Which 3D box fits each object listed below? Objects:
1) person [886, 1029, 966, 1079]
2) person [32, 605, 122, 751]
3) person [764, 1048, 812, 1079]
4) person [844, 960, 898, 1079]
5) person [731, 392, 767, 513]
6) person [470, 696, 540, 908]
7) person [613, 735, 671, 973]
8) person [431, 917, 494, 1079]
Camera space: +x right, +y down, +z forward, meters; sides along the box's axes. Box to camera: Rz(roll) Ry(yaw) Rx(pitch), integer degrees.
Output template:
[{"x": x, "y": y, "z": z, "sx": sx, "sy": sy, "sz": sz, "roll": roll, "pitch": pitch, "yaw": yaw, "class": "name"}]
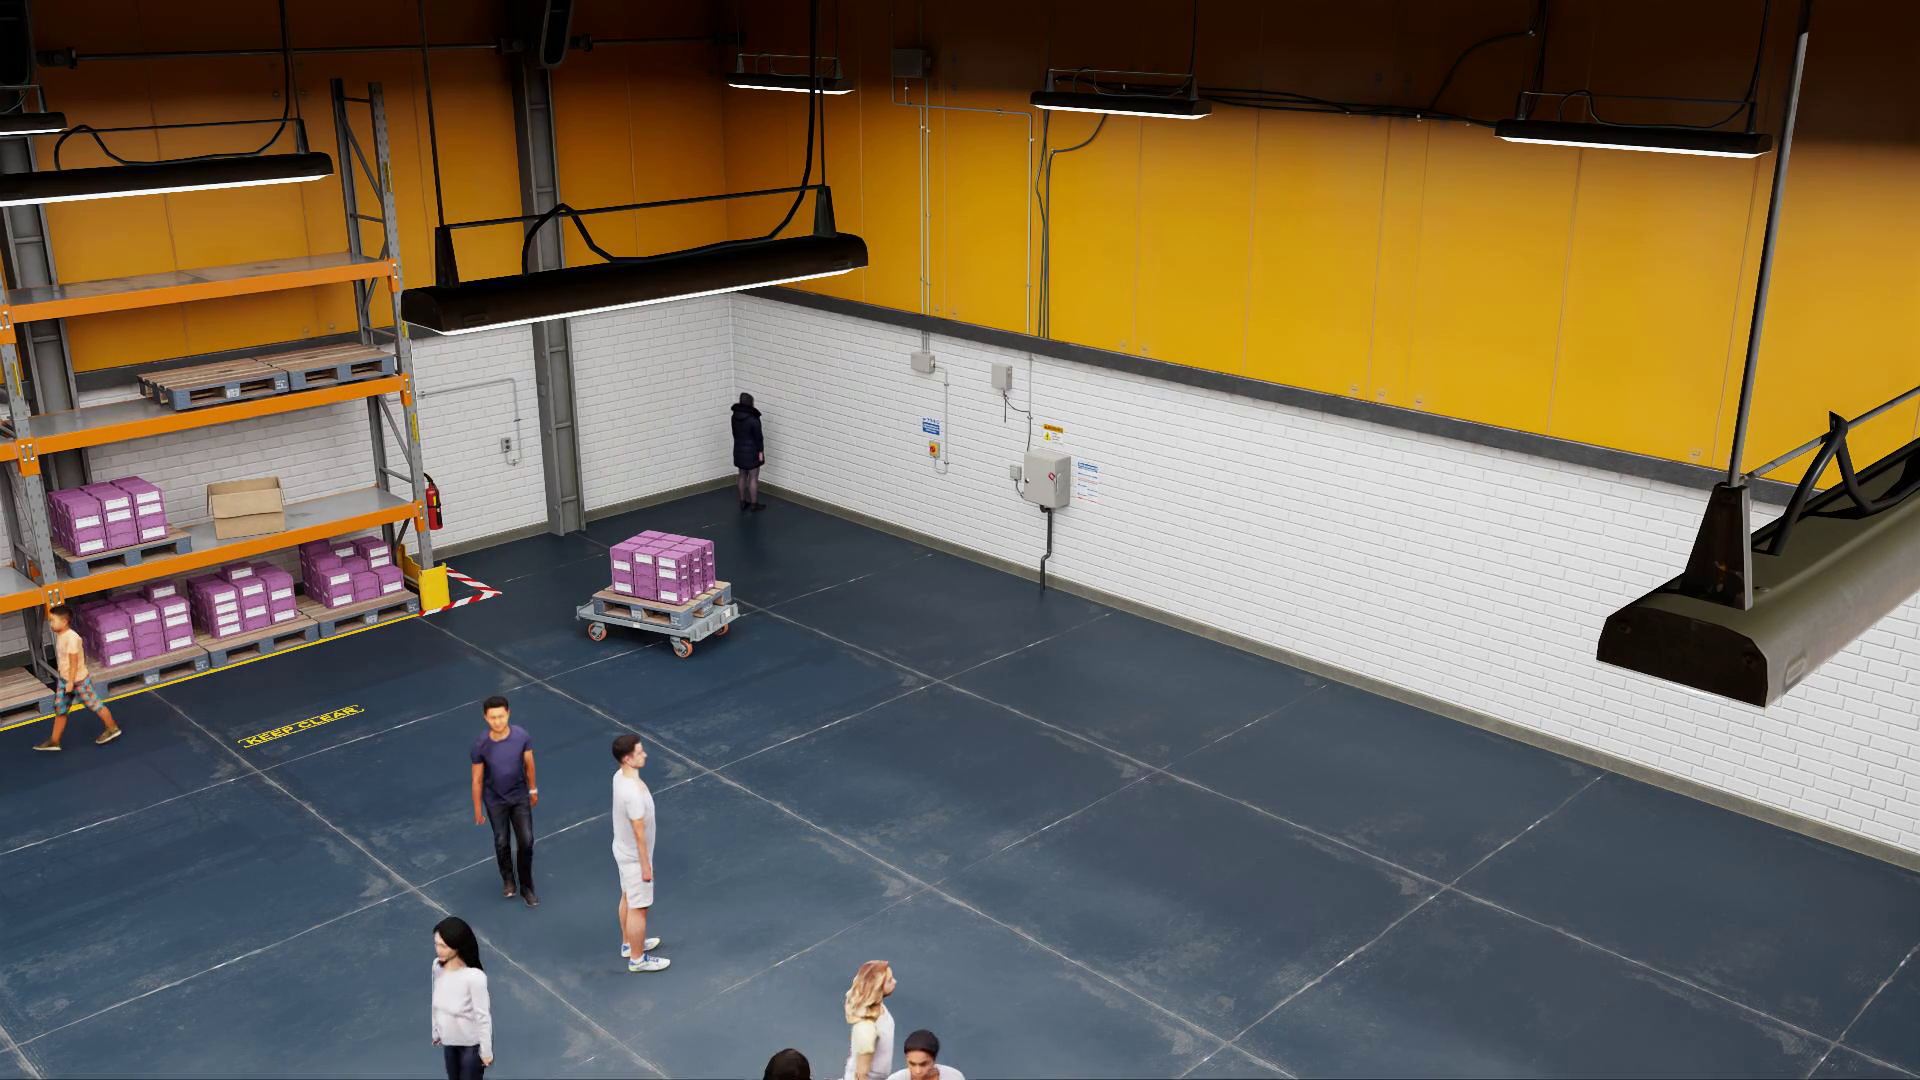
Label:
[{"x": -0.197, "y": 3.409, "z": 9.258, "sx": 1.107, "sy": 1.691, "sz": 1.054, "roll": -4, "pitch": 19, "yaw": -11, "class": "person"}, {"x": -8.386, "y": 1.313, "z": 15.899, "sx": 0.626, "sy": 1.424, "sz": 1.010, "roll": 13, "pitch": 23, "yaw": 34, "class": "person"}, {"x": -0.996, "y": 3.559, "z": 8.621, "sx": 0.720, "sy": 1.814, "sz": 0.665, "roll": -18, "pitch": 25, "yaw": -42, "class": "person"}, {"x": -0.652, "y": 3.233, "z": 9.776, "sx": 1.109, "sy": 1.693, "sz": 1.038, "roll": 0, "pitch": 19, "yaw": -1, "class": "person"}, {"x": -2.942, "y": -1.226, "z": 23.050, "sx": 0.723, "sy": 1.673, "sz": 0.708, "roll": 12, "pitch": 22, "yaw": 31, "class": "person"}, {"x": -3.623, "y": 2.021, "z": 13.249, "sx": 0.837, "sy": 1.775, "sz": 0.882, "roll": -7, "pitch": 20, "yaw": -20, "class": "person"}, {"x": -2.418, "y": 2.296, "z": 12.309, "sx": 0.699, "sy": 1.853, "sz": 0.757, "roll": -8, "pitch": 20, "yaw": -22, "class": "person"}, {"x": -3.003, "y": 3.067, "z": 10.269, "sx": 0.704, "sy": 1.694, "sz": 0.687, "roll": 14, "pitch": 23, "yaw": 36, "class": "person"}]
